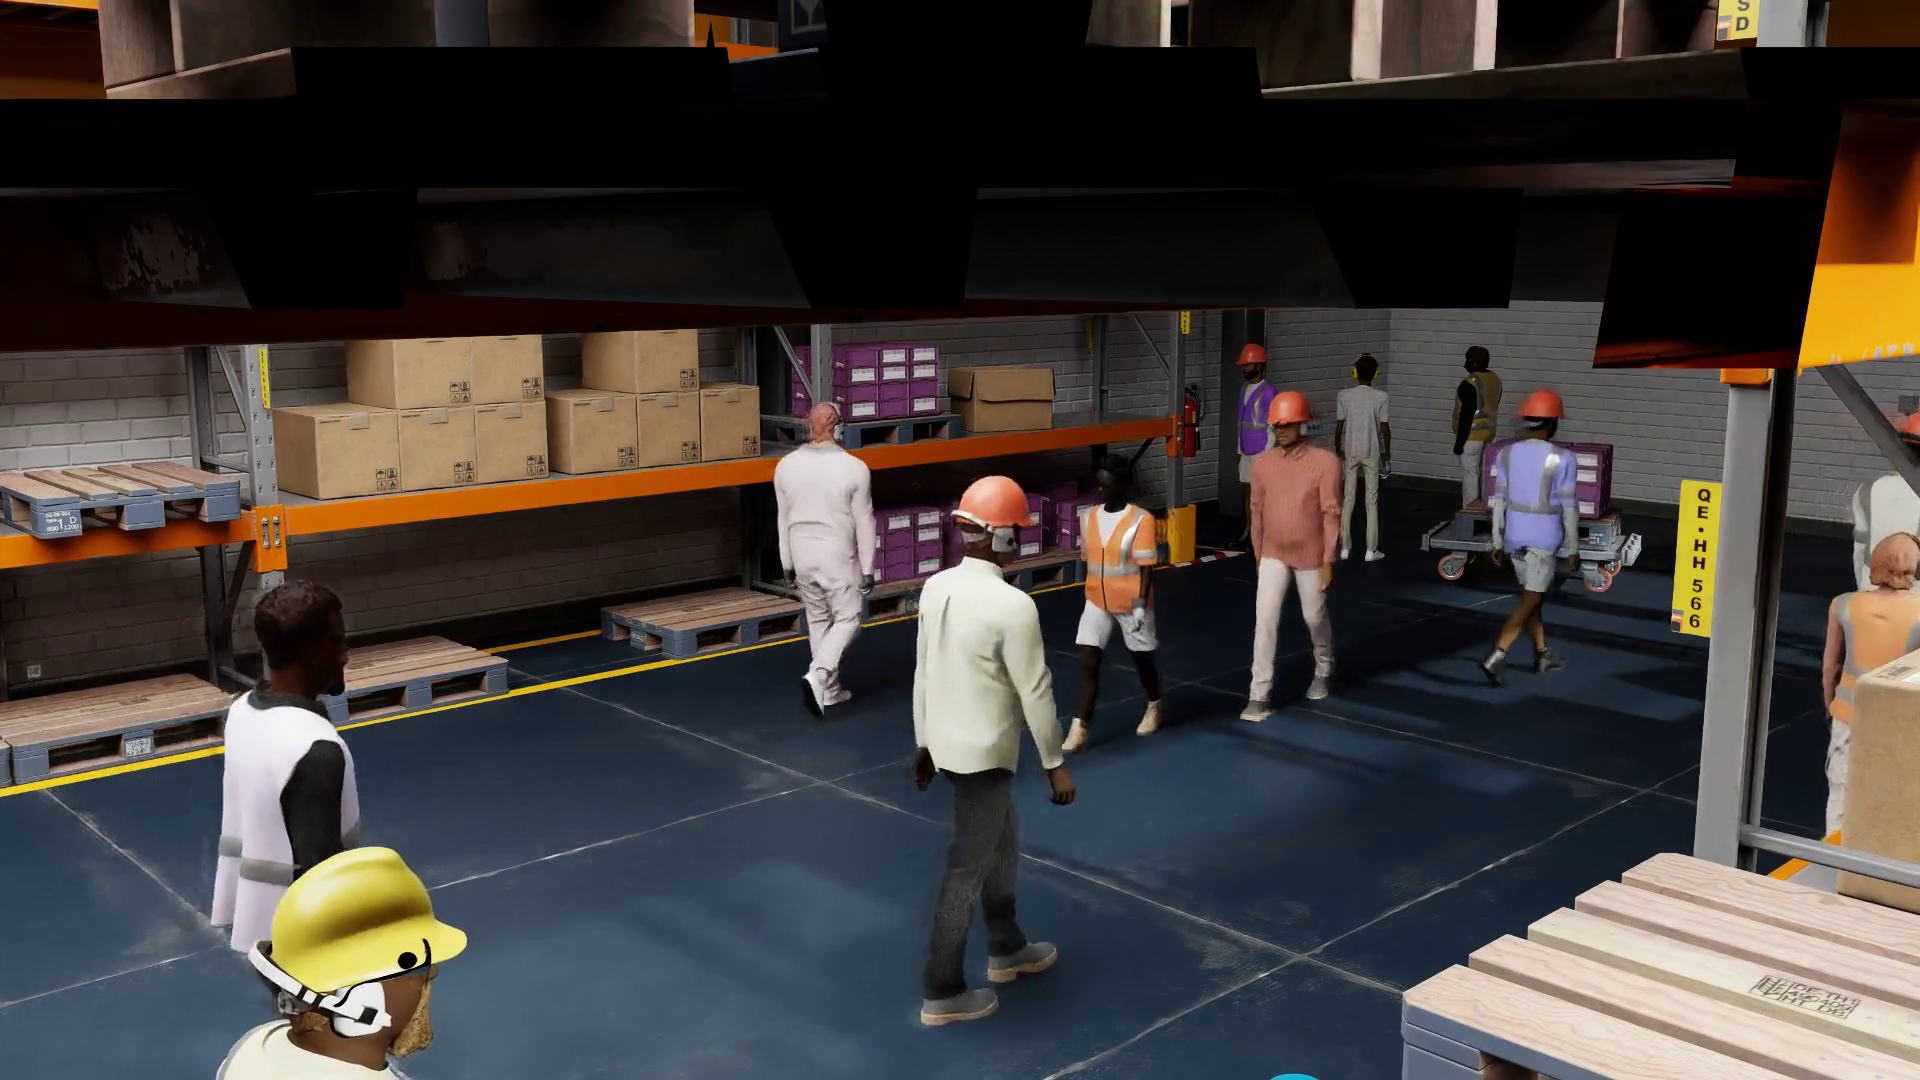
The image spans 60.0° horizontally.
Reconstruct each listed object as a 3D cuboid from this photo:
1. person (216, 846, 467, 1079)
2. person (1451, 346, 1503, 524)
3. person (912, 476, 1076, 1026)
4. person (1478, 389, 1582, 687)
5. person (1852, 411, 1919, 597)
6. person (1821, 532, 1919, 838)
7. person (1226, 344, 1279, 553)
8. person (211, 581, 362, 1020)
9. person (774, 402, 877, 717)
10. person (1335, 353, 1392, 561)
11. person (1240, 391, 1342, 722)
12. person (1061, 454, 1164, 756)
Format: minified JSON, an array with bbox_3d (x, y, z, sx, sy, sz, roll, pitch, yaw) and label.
[{"bbox_3d":[-0.943,1.379,2.672,0.403,1.830,0.601,-9,13,-42],"label":"person"},{"bbox_3d":[5.174,-1.033,16.769,0.621,1.845,0.429,-9,13,-43],"label":"person"},{"bbox_3d":[0.171,0.748,6.010,0.833,1.960,0.617,-5,11,-29],"label":"person"},{"bbox_3d":[3.650,-0.016,10.659,0.945,1.909,0.552,-7,12,-35],"label":"person"},{"bbox_3d":[4.783,0.333,8.326,1.026,1.988,0.637,-5,11,-25],"label":"person"},{"bbox_3d":[3.888,0.758,6.959,0.824,1.595,0.545,-8,13,-41],"label":"person"},{"bbox_3d":[2.710,-0.843,15.377,0.378,1.936,0.548,-4,10,-21],"label":"person"},{"bbox_3d":[-1.824,1.052,4.424,0.716,1.901,0.597,-8,13,-39],"label":"person"},{"bbox_3d":[-0.807,0.126,9.870,0.646,1.885,0.681,5,11,25],"label":"person"},{"bbox_3d":[3.631,-0.743,14.982,0.532,1.873,0.321,5,11,27],"label":"person"},{"bbox_3d":[2.030,0.069,10.014,0.614,1.957,0.995,6,11,32],"label":"person"},{"bbox_3d":[0.887,0.338,9.286,0.536,1.655,0.861,7,12,36],"label":"person"}]
